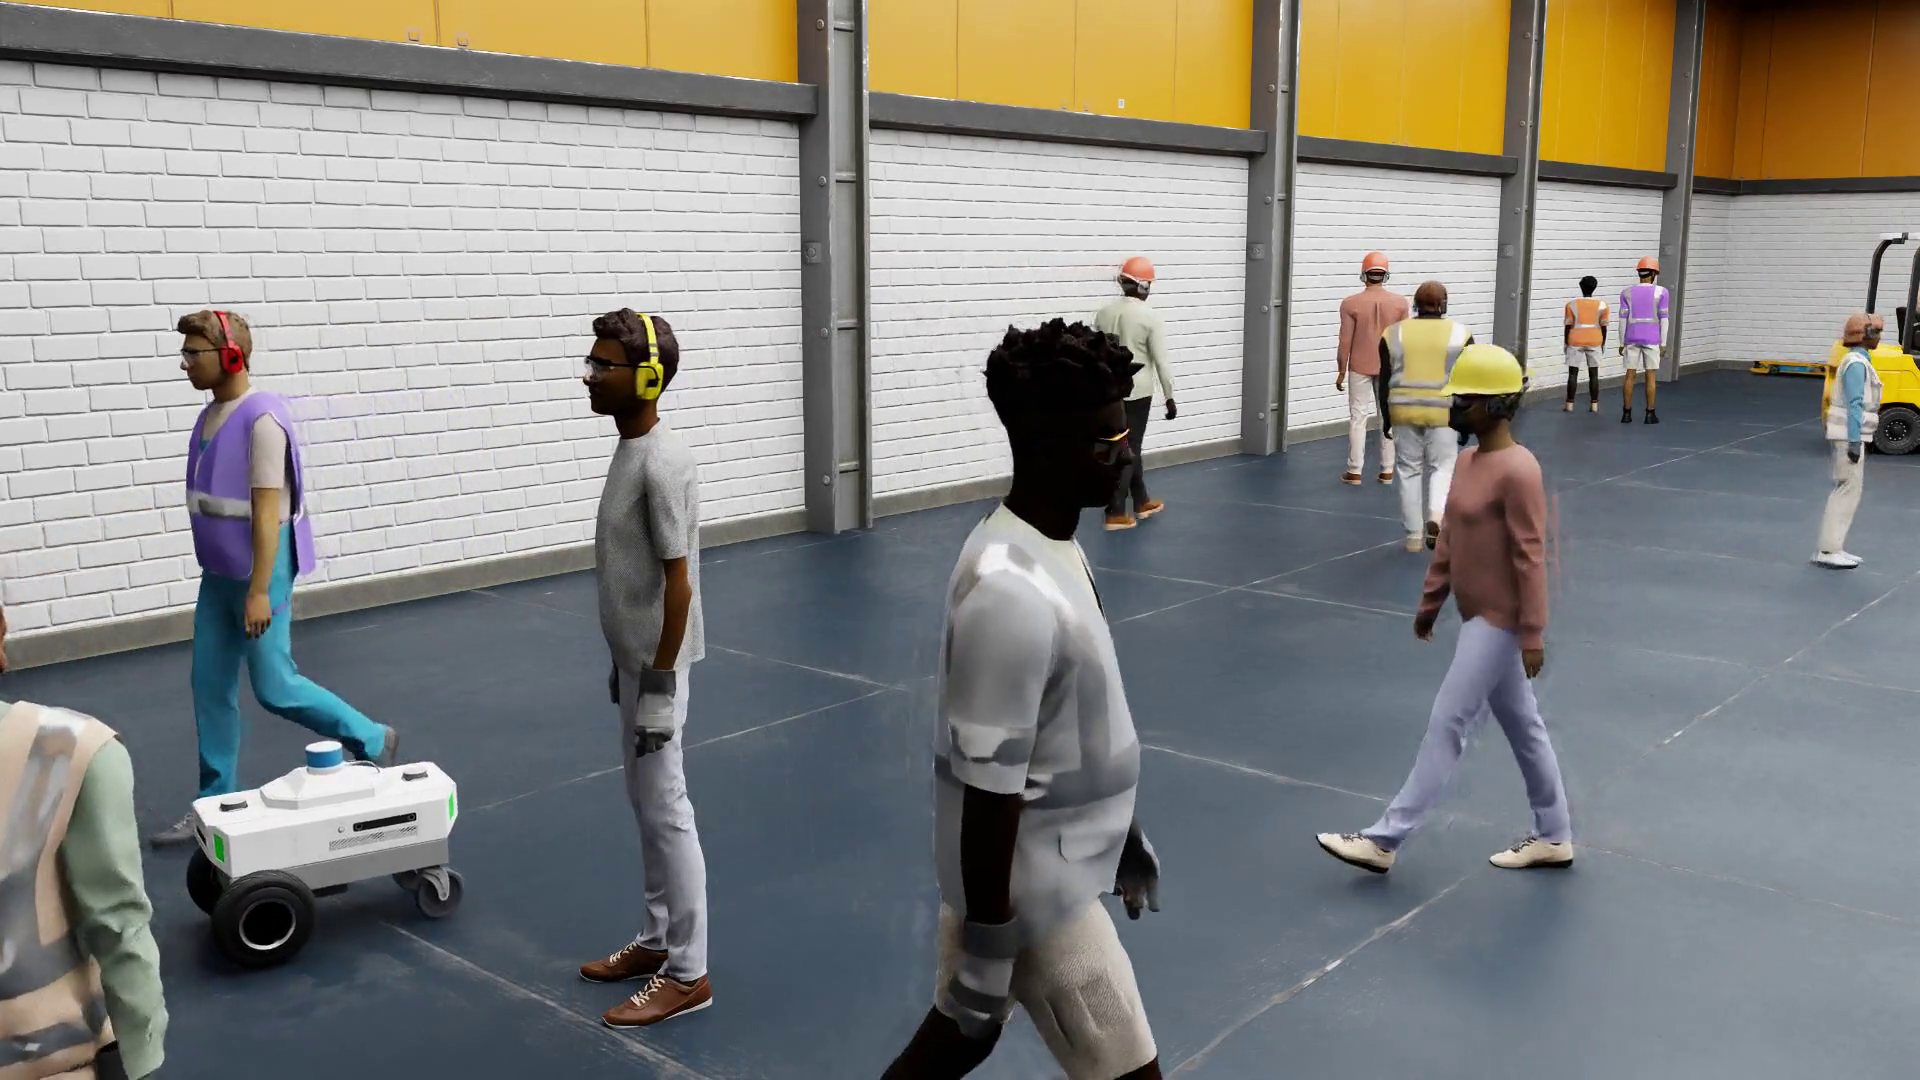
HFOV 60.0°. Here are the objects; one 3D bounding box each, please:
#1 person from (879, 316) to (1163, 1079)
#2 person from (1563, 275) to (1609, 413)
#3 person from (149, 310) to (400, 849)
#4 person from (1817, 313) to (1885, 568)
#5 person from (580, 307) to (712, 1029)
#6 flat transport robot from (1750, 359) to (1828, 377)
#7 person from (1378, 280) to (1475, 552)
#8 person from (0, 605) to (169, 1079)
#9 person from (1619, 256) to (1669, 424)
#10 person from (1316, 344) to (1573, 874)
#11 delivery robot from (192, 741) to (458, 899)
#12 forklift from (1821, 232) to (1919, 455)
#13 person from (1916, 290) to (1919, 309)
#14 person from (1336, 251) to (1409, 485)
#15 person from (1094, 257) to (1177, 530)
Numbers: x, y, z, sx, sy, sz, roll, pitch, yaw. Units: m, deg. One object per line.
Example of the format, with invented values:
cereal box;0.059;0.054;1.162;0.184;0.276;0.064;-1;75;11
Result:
person;0.133;0.565;2.949;1.003;1.921;0.604;0;10;2
person;7.722;-2.416;20.563;0.537;1.693;0.320;2;10;14
person;-2.414;0.118;5.741;0.576;1.823;0.777;9;13;41
person;5.712;-0.635;10.651;0.316;1.614;0.576;5;11;28
person;-0.841;0.334;4.376;0.328;1.877;0.514;-4;11;-22
flat transport robot;13.442;-2.743;26.456;0.652;0.197;1.431;-7;12;-35
person;3.062;-0.796;10.973;0.629;1.823;0.552;3;11;19
person;-1.429;0.789;2.473;0.529;1.625;0.505;-1;10;-6
person;7.902;-2.304;19.245;0.543;1.928;0.374;6;12;32
person;1.598;0.240;5.330;0.908;1.715;0.543;0;10;0
delivery robot;-1.879;0.844;4.958;0.707;0.478;0.477;-6;12;-32
forklift;9.955;-1.972;16.595;2.313;2.155;1.214;1;10;8
person;11.188;-2.230;19.073;0.655;1.840;0.999;10;14;44
person;3.532;-1.465;14.274;0.609;1.995;0.378;0;10;-2
person;1.329;-1.075;12.163;0.928;1.952;0.635;-9;14;-43
